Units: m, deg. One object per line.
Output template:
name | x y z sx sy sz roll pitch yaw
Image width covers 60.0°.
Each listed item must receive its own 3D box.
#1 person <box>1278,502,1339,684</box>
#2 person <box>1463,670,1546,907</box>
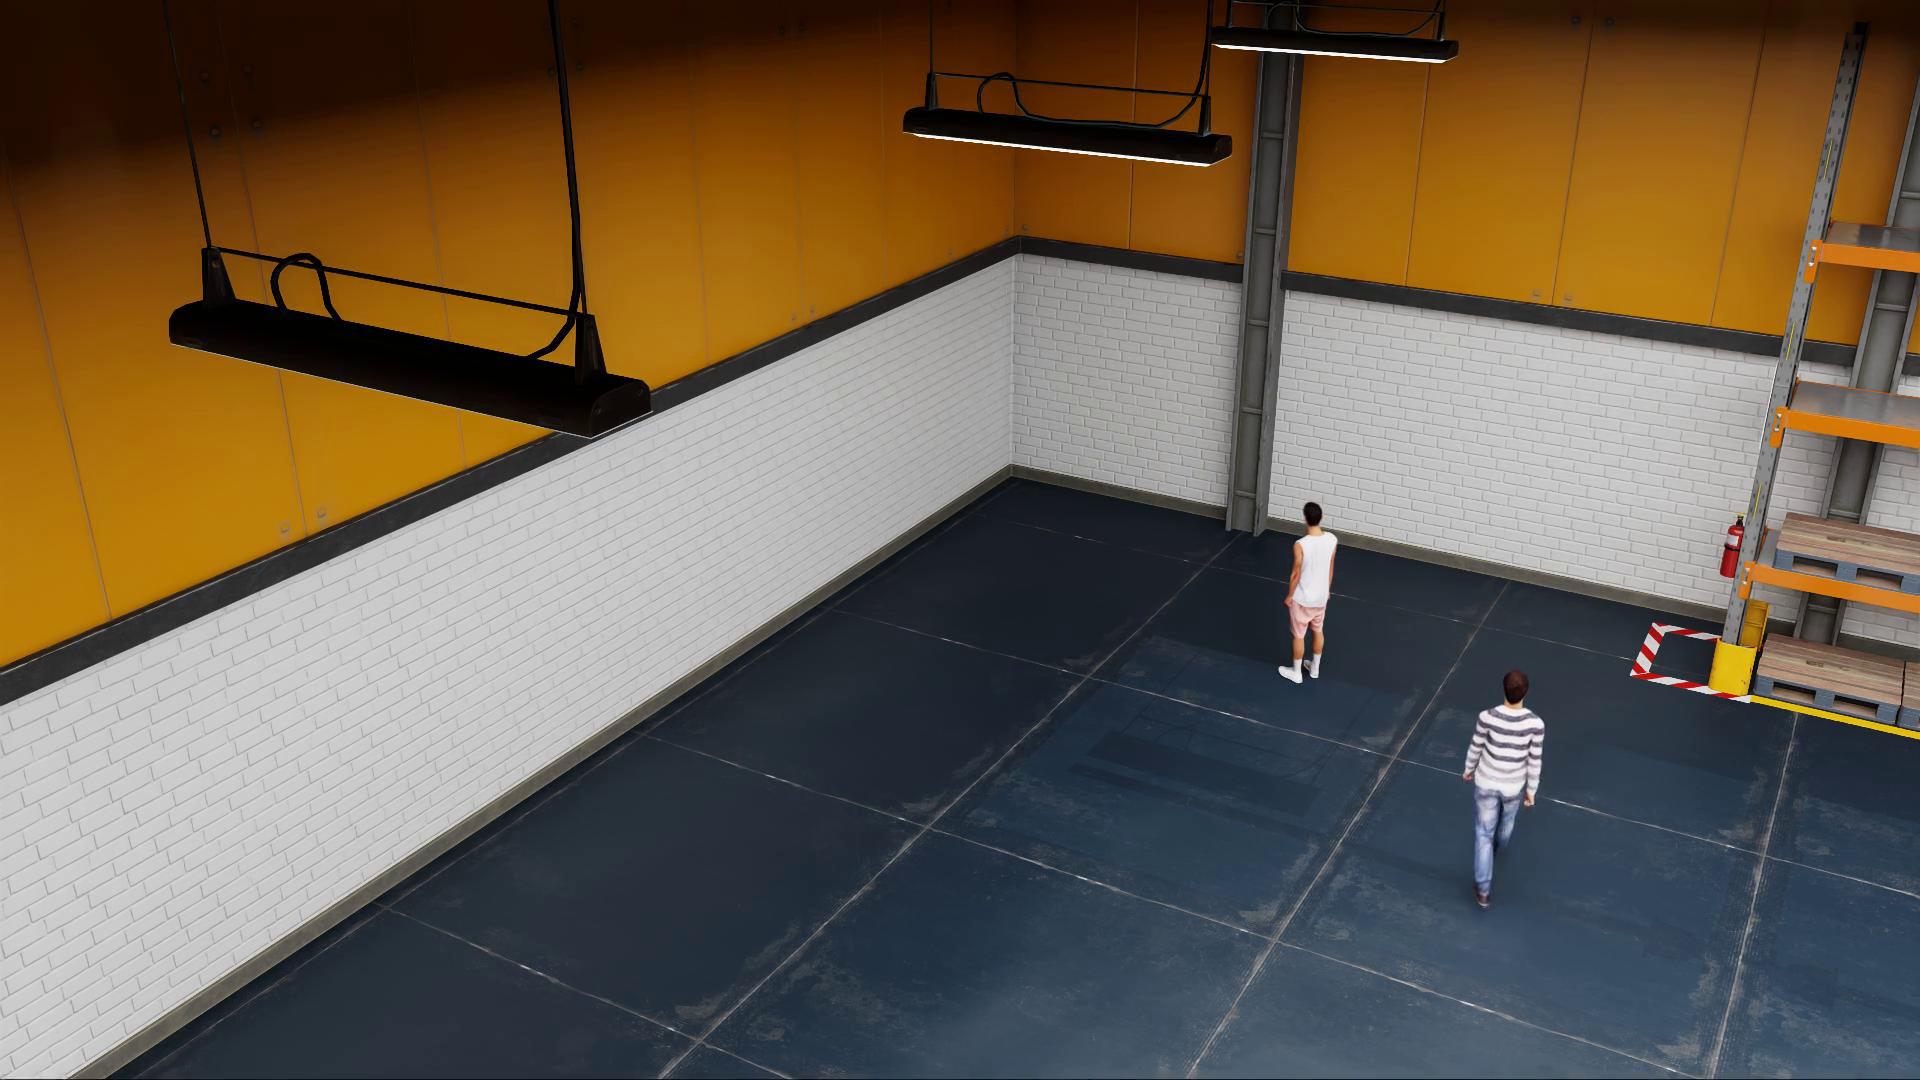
person | 3.297 0.503 15.681 0.735 1.781 0.765 -10 26 -22
person | 4.055 1.895 12.473 1.192 1.800 0.994 5 24 10
